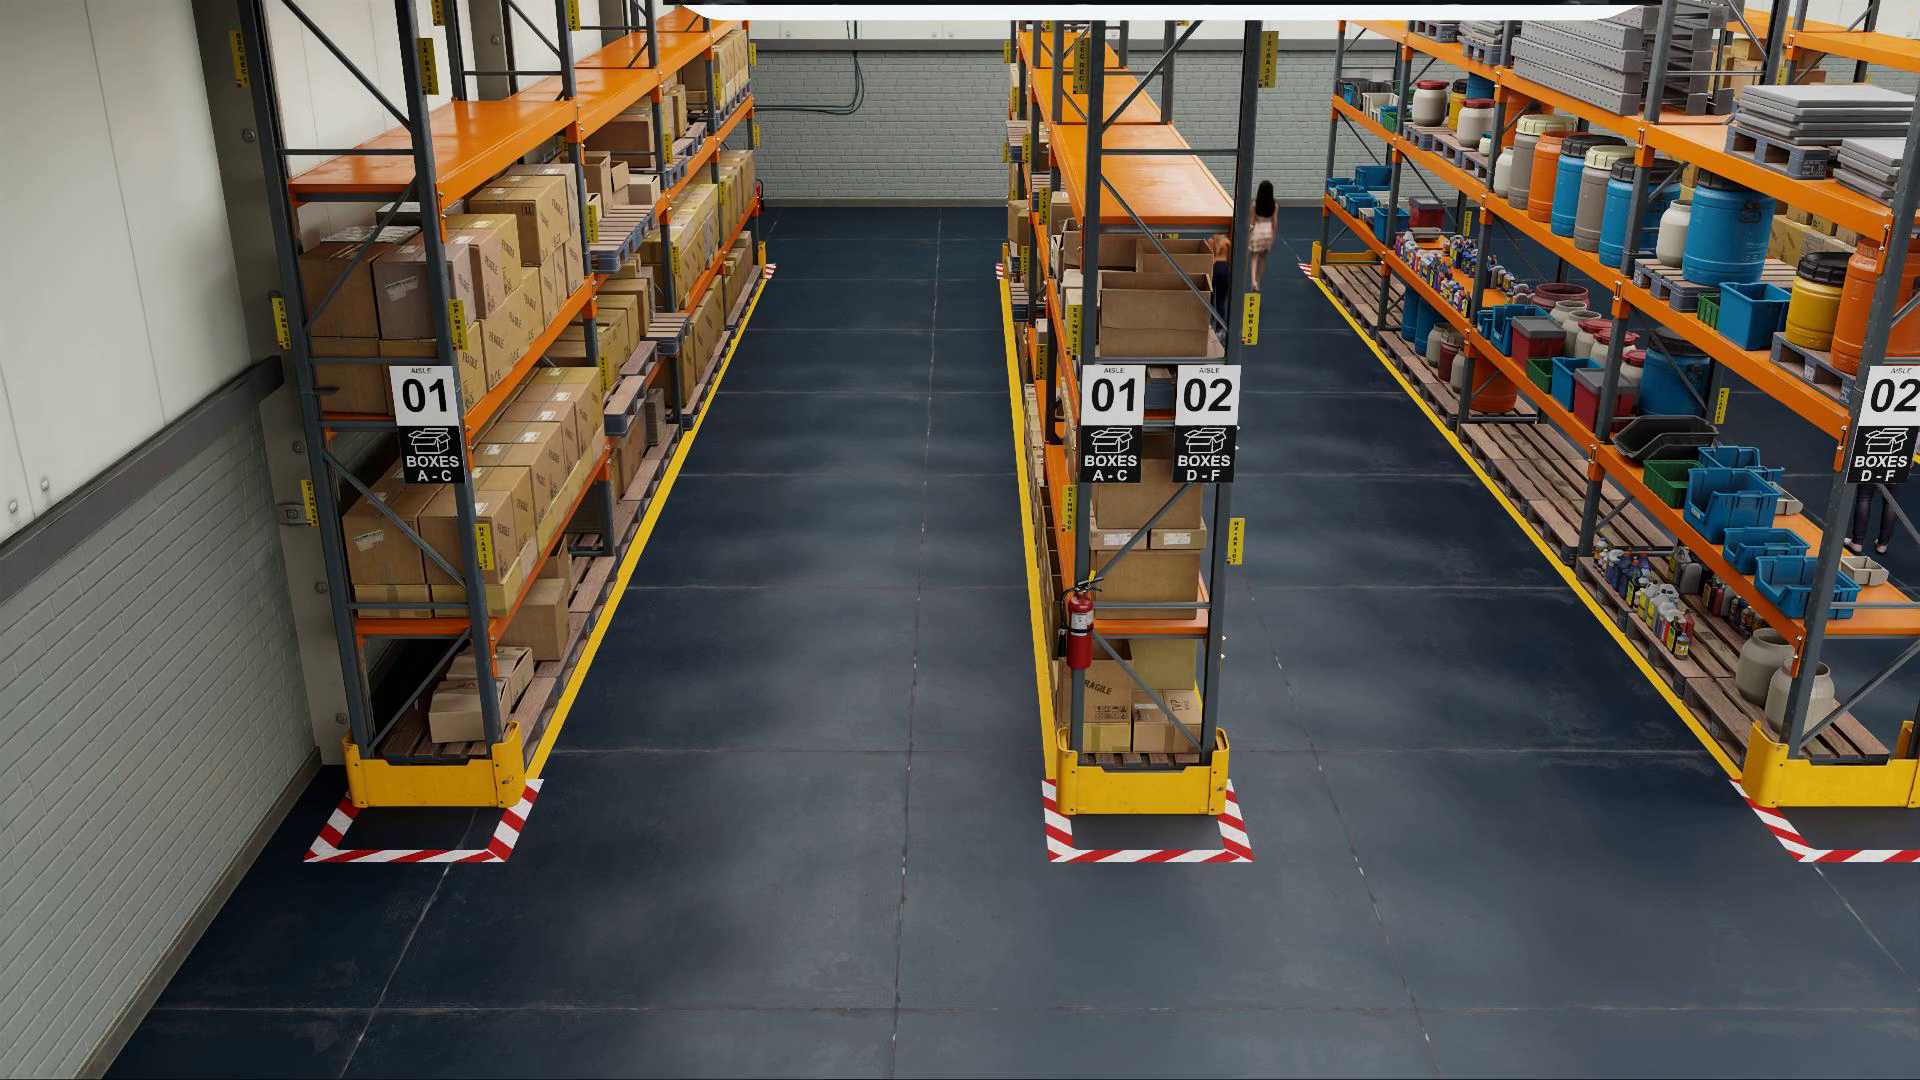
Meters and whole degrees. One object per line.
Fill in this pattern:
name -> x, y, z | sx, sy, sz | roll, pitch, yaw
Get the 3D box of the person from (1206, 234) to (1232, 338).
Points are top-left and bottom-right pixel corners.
person -> 3.531, -3.556, 22.788 | 0.639, 1.589, 1.109 | 2, 22, 4

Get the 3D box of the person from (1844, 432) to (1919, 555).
person -> 8.685, -0.760, 15.646 | 0.728, 1.822, 0.638 | 4, 23, 9

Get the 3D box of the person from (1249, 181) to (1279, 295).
person -> 4.523, -4.480, 24.870 | 0.602, 1.724, 0.626 | 3, 22, 8
